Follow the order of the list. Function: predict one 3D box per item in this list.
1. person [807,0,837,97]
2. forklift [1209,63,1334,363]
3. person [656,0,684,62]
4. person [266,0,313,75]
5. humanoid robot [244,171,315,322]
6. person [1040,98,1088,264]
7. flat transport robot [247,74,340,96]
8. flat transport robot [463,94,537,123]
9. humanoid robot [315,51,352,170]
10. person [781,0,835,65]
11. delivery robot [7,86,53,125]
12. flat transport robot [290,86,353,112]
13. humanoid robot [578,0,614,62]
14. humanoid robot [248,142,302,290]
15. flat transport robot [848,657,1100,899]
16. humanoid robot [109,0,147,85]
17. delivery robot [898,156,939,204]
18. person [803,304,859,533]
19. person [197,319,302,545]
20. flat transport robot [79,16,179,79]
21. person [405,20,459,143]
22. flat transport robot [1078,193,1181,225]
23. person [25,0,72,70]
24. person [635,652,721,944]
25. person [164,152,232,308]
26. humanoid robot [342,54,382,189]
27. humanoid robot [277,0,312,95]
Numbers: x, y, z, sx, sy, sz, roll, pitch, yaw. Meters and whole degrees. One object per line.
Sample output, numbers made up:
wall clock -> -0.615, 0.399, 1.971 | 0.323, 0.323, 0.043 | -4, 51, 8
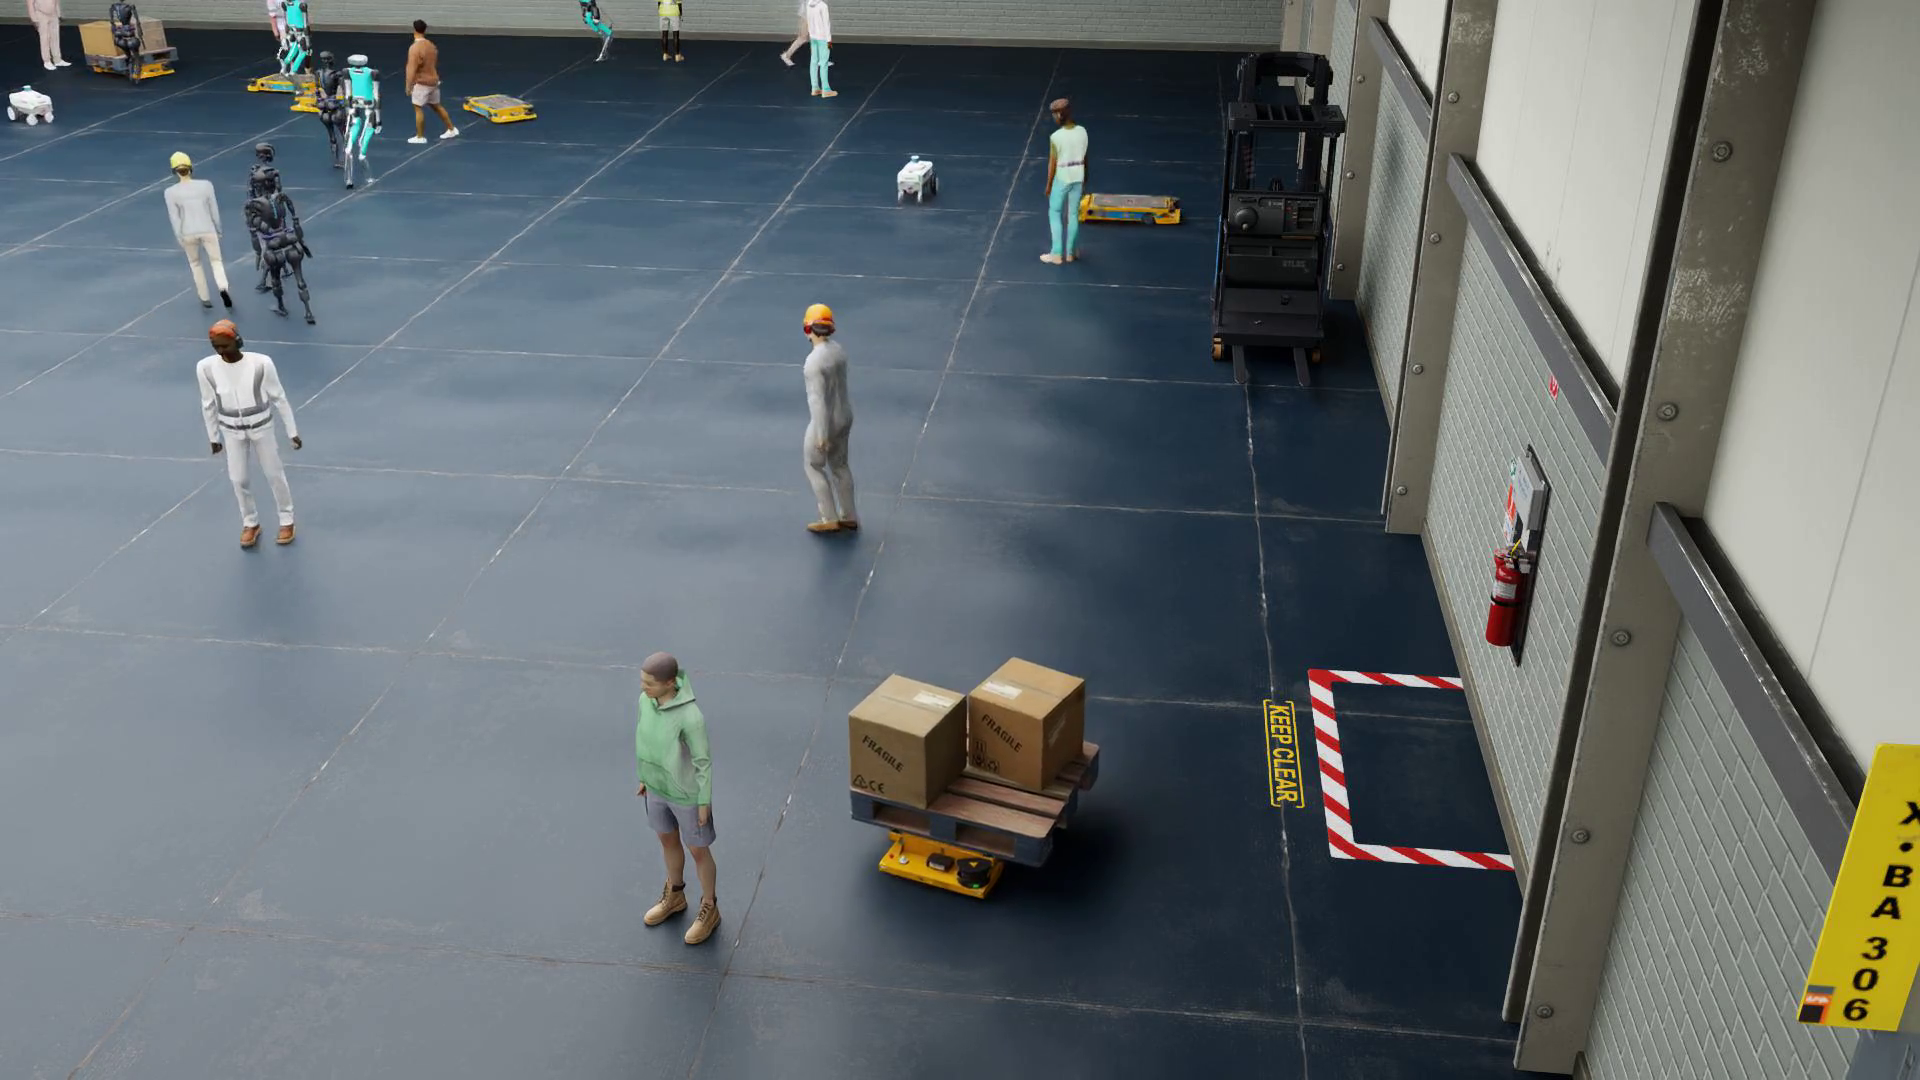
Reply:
person -> -2.387, -8.539, 28.350 | 0.491, 1.917, 0.382 | 22, 34, 37
forklift -> 3.241, -3.477, 17.183 | 1.129, 2.768, 1.873 | 3, 27, 6
person -> -5.440, -9.869, 31.253 | 0.528, 1.688, 0.323 | 7, 28, 14
person -> -11.662, -8.900, 28.976 | 0.638, 2.012, 0.538 | -14, 30, -26
humanoid robot -> -7.331, -3.169, 17.913 | 0.688, 1.621, 0.608 | 22, 34, 37
person -> 1.259, -4.243, 19.731 | 0.616, 1.959, 0.383 | -12, 29, -23
flat transport robot -> -11.612, -7.941, 28.991 | 1.431, 0.231, 0.659 | 8, 28, 15
flat transport robot -> -7.555, -7.077, 27.267 | 0.659, 0.231, 1.431 | -19, 32, -33
humanoid robot -> -9.027, -6.144, 23.840 | 0.599, 1.647, 0.466 | 11, 29, 21
person -> -2.849, -9.669, 30.706 | 0.932, 1.833, 0.510 | -2, 27, -4
delivery robot -> -15.003, -7.016, 26.842 | 0.781, 0.609, 0.499 | 17, 31, 30
flat transport robot -> -10.512, -7.417, 27.946 | 0.659, 0.231, 1.431 | 9, 28, 17
humanoid robot -> -6.777, -9.796, 31.179 | 0.785, 1.885, 0.546 | -20, 33, -35
humanoid robot -> -7.921, -3.703, 18.986 | 0.589, 1.627, 0.707 | 15, 30, 27
flat transport robot -> 0.115, 1.595, 9.955 | 0.659, 0.231, 1.431 | 11, 29, 21
humanoid robot -> -14.619, -8.824, 29.186 | 0.591, 1.656, 0.340 | 3, 27, 7
delivery robot -> -0.602, -4.926, 22.651 | 0.499, 0.592, 0.791 | 6, 27, 12
person -> -1.041, -0.957, 13.278 | 0.541, 1.852, 0.592 | 14, 30, 26
person -> -5.522, -0.842, 13.024 | 0.696, 1.877, 0.361 | -5, 27, -11
flat transport robot -> -15.095, -8.615, 30.338 | 1.431, 0.231, 0.659 | 16, 31, 28
person -> -8.162, -7.001, 25.382 | 0.566, 1.829, 0.861 | 8, 28, 15
flat transport robot -> 2.166, -4.337, 21.797 | 1.431, 0.231, 0.659 | 4, 27, 7
person -> -16.798, -9.622, 30.551 | 0.427, 1.882, 0.655 | 12, 29, 23
person -> -1.496, 1.344, 8.813 | 0.483, 1.737, 0.316 | 17, 31, 31
person -> -8.322, -3.352, 18.180 | 0.529, 1.747, 0.597 | -16, 31, -28
humanoid robot -> -8.378, -5.726, 22.981 | 0.546, 1.782, 0.963 | 7, 28, 14
humanoid robot -> -11.306, -8.331, 28.100 | 0.530, 1.780, 0.698 | 13, 29, 24
